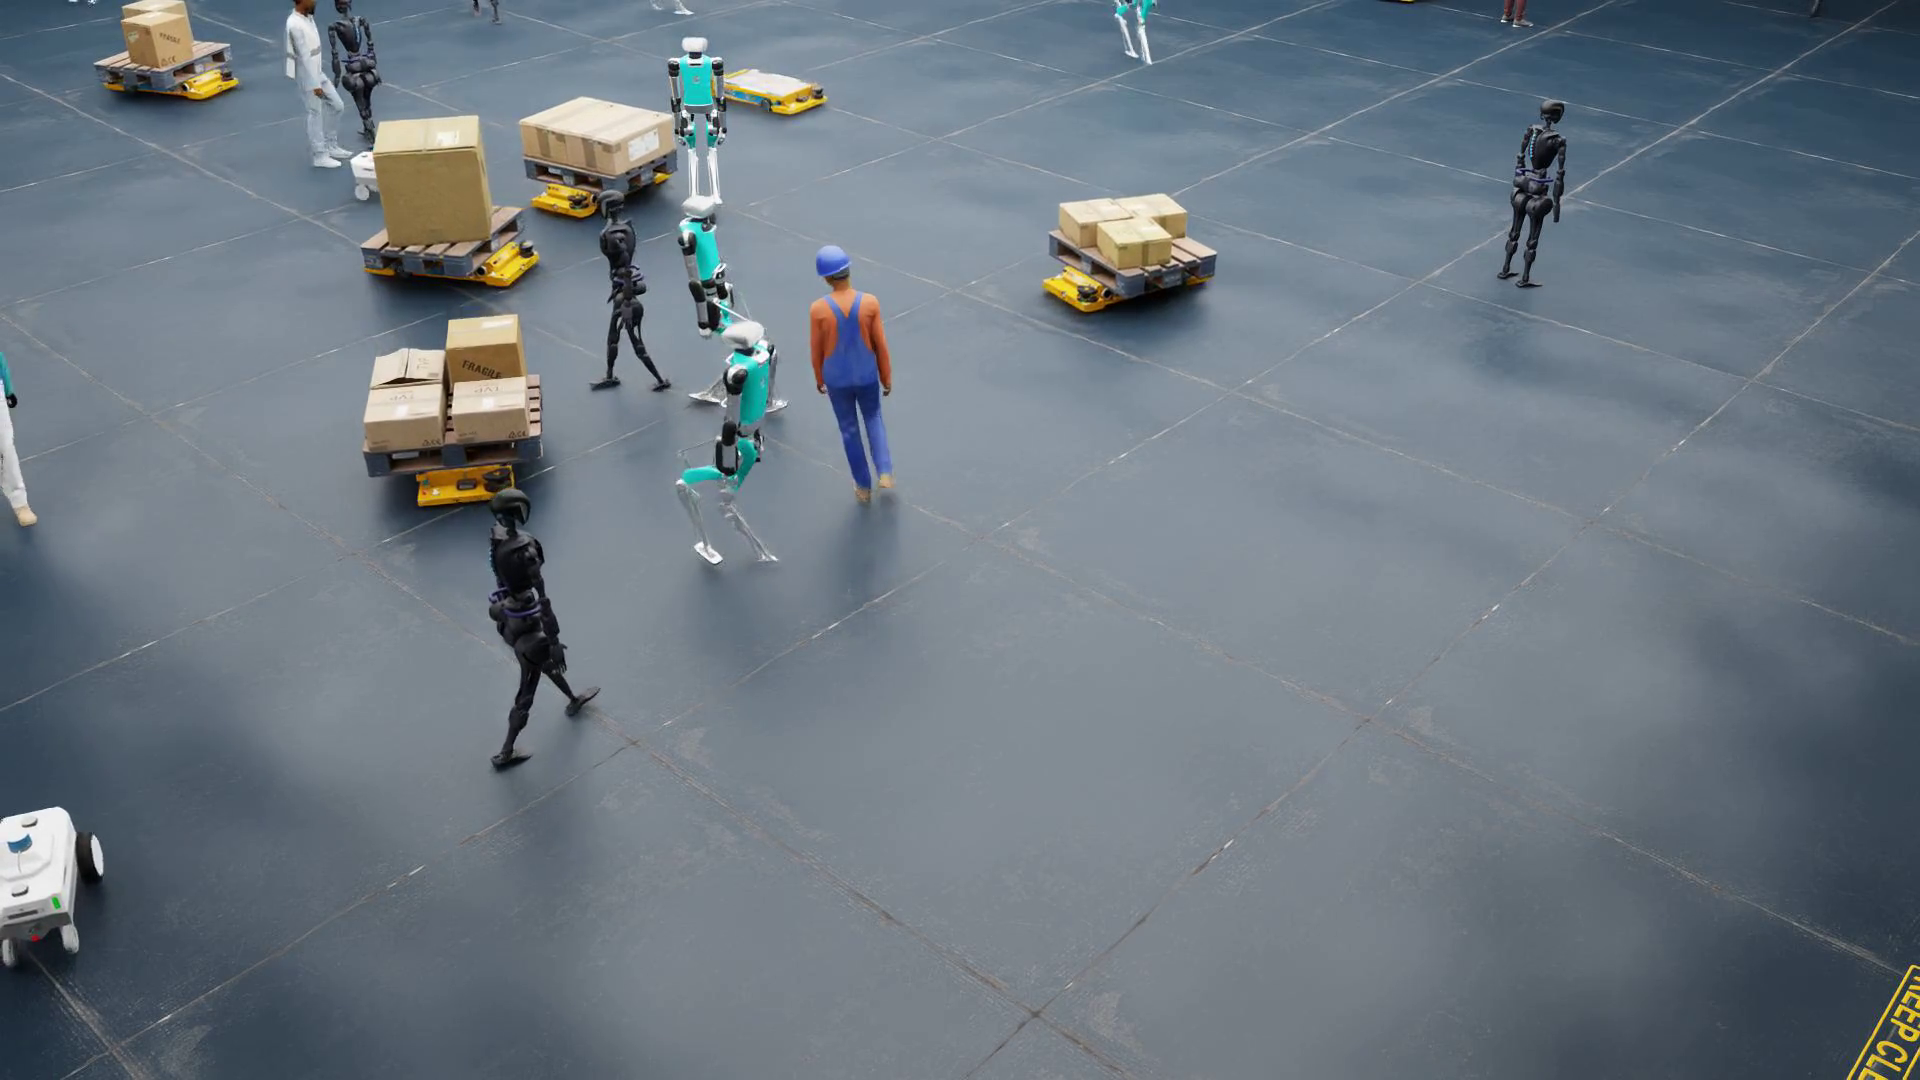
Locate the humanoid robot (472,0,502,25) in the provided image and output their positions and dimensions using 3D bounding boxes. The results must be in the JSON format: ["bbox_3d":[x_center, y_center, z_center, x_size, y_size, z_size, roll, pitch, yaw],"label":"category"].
[{"bbox_3d":[-6.482,-7.876,22.527,0.603,1.638,0.685,-16,35,-24],"label":"humanoid robot"}]

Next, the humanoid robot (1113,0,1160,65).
[{"bbox_3d":[2.198,-6.845,20.799,0.531,1.774,0.832,-15,35,-23],"label":"humanoid robot"}]

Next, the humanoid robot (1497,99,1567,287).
[{"bbox_3d":[5.111,-3.100,14.798,0.315,1.657,0.599,-13,34,-20],"label":"humanoid robot"}]

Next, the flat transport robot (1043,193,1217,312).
[{"bbox_3d":[1.518,-2.391,15.005,1.431,0.231,0.659,-18,36,-27],"label":"flat transport robot"}]

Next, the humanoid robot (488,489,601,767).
[{"bbox_3d":[-2.357,0.437,9.153,0.791,1.621,0.610,-25,40,-34],"label":"humanoid robot"}]

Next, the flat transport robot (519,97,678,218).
[{"bbox_3d":[-3.665,-3.657,17.042,0.659,0.231,1.431,17,36,26],"label":"flat transport robot"}]

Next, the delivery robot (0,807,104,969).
[{"bbox_3d":[-4.564,1.669,8.209,0.499,0.609,0.807,-11,34,-18],"label":"delivery robot"}]

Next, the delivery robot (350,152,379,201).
[{"bbox_3d":[-5.756,-3.707,16.869,0.811,0.613,0.499,7,33,11],"label":"delivery robot"}]

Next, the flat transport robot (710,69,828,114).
[{"bbox_3d":[-2.328,-5.328,19.734,1.431,0.231,0.659,21,38,30],"label":"flat transport robot"}]

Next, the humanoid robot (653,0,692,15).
[{"bbox_3d":[-4.008,-8.088,22.869,0.837,1.859,0.546,10,33,16],"label":"humanoid robot"}]

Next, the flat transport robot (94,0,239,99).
[{"bbox_3d":[-9.553,-5.574,20.129,1.431,0.231,0.659,10,33,15],"label":"flat transport robot"}]

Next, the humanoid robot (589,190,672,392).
[{"bbox_3d":[-2.642,-1.900,12.906,0.620,1.640,0.618,-12,34,-18],"label":"humanoid robot"}]

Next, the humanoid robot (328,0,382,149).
[{"bbox_3d":[-6.569,-5.074,18.000,0.600,1.641,0.591,19,36,27],"label":"humanoid robot"}]

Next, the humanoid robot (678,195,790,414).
[{"bbox_3d":[-1.641,-1.722,12.582,1.020,1.775,0.536,6,32,10],"label":"humanoid robot"}]

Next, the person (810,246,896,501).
[{"bbox_3d":[-0.751,-1.129,11.448,0.542,1.871,0.429,-7,32,-11],"label":"person"}]

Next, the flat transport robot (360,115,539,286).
[{"bbox_3d":[-4.698,-2.595,15.332,1.431,0.231,0.659,7,33,11],"label":"flat transport robot"}]

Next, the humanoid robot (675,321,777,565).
[{"bbox_3d":[-1.582,-0.595,10.735,0.822,1.795,0.530,10,33,16],"label":"humanoid robot"}]

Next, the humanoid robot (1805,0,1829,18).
[{"bbox_3d":[11.965,-8.003,22.715,0.567,1.639,0.603,-11,34,-17],"label":"humanoid robot"}]

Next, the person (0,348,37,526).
[{"bbox_3d":[-6.730,-0.958,11.234,0.635,1.818,0.635,26,40,35],"label":"person"}]

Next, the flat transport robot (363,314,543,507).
[{"bbox_3d":[-3.673,-0.687,12.260,0.659,0.231,1.431,-6,32,-10],"label":"flat transport robot"}]

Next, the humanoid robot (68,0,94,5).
[{"bbox_3d":[-12.583,-8.385,23.288,0.532,1.799,0.812,-10,33,-16],"label":"humanoid robot"}]

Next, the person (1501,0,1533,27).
[{"bbox_3d":[7.612,-7.833,22.312,0.380,1.805,0.552,-11,34,-17],"label":"person"}]

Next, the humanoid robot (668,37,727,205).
[{"bbox_3d":[-2.541,-4.140,16.304,0.533,1.675,0.735,-3,32,-5],"label":"humanoid robot"}]

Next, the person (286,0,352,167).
[{"bbox_3d":[-6.765,-4.845,17.410,0.507,1.899,0.666,-2,32,-3],"label":"person"}]
